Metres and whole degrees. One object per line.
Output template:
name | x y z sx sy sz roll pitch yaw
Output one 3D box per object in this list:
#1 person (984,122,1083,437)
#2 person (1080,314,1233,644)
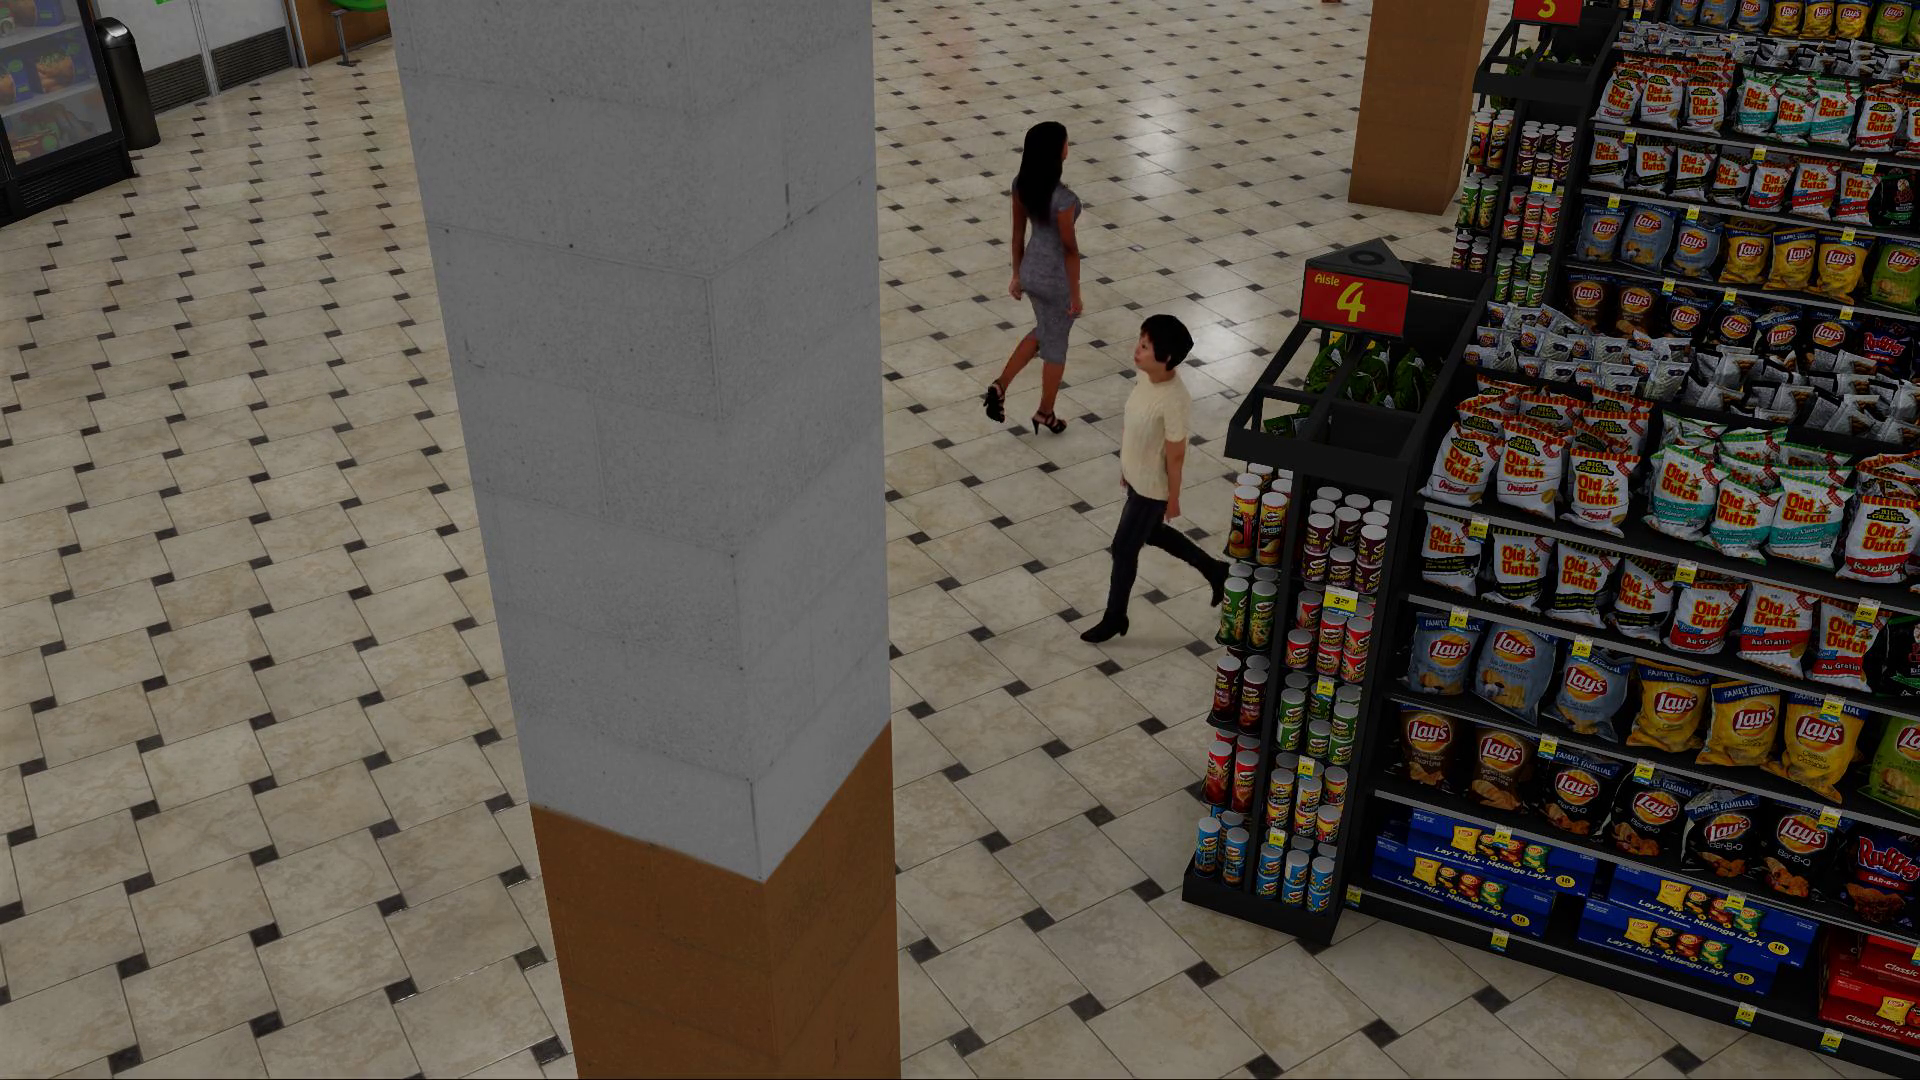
person | 0.391 -1.298 8.707 0.837 1.769 0.822 -21 38 -30
person | 0.893 -0.247 7.211 1.062 1.565 0.912 -5 32 -8
